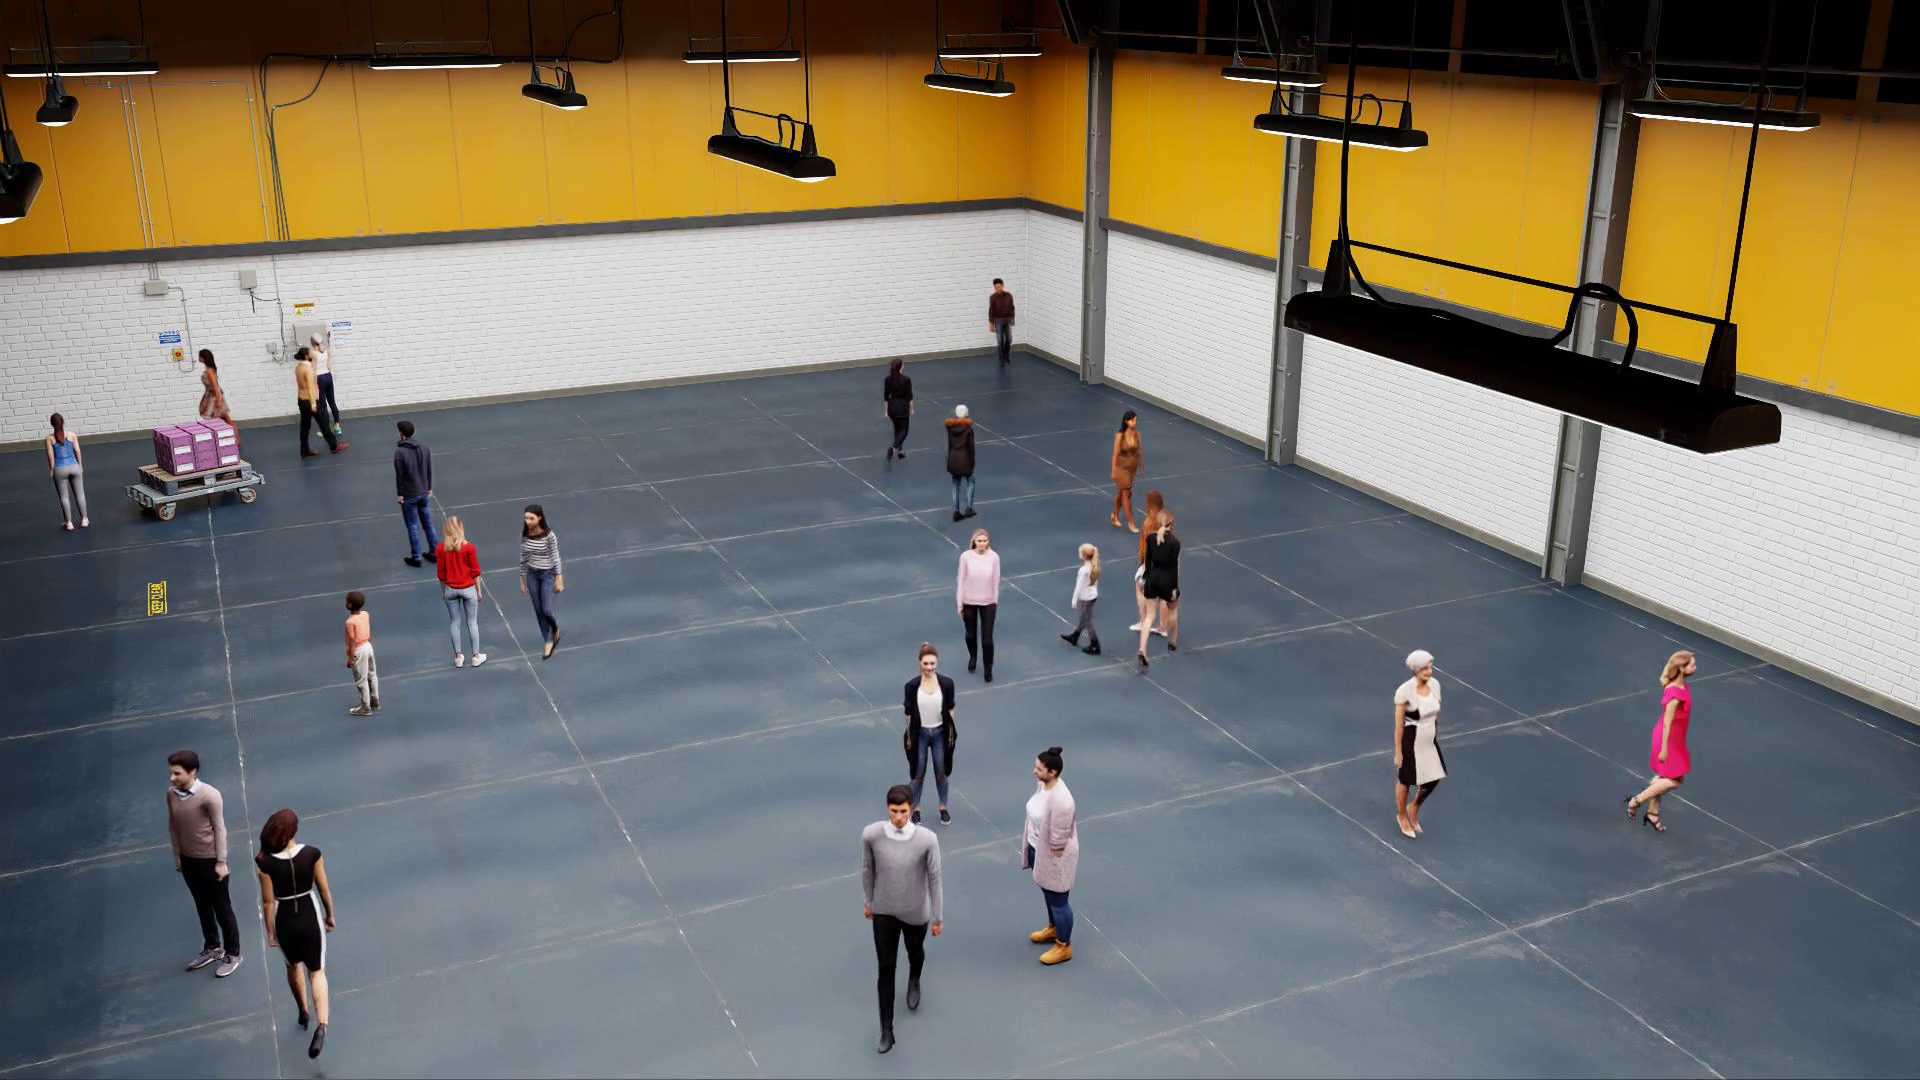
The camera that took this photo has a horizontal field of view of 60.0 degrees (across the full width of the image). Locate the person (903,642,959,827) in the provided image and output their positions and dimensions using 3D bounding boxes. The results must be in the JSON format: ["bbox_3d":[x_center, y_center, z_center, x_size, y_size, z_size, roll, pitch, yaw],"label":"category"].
[{"bbox_3d":[-0.266,1.702,14.623,0.701,1.683,0.678,-1,19,-4],"label":"person"}]

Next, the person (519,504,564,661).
[{"bbox_3d":[-4.538,0.442,18.221,0.777,1.776,0.835,4,19,11],"label":"person"}]

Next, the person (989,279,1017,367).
[{"bbox_3d":[0.822,-4.191,32.039,0.806,1.737,0.859,-5,19,-15],"label":"person"}]

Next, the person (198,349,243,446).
[{"bbox_3d":[-11.725,-2.218,26.389,0.712,1.605,0.961,-9,21,-25],"label":"person"}]

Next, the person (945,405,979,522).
[{"bbox_3d":[-0.025,-1.045,22.873,0.764,1.624,0.828,9,20,24],"label":"person"}]

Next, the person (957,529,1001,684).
[{"bbox_3d":[0.180,0.659,17.787,0.901,1.642,1.152,0,19,0],"label":"person"}]

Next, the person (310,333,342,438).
[{"bbox_3d":[-10.422,-2.549,27.221,0.729,1.701,0.685,8,20,23],"label":"person"}]

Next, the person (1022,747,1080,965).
[{"bbox_3d":[0.718,2.352,12.605,0.801,1.741,0.637,-4,19,-11],"label":"person"}]

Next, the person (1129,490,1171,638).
[{"bbox_3d":[2.279,0.293,18.779,0.692,1.702,0.718,-13,23,-34],"label":"person"}]

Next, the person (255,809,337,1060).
[{"bbox_3d":[-4.527,2.729,11.437,0.596,1.771,1.048,-9,21,-26],"label":"person"}]

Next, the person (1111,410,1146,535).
[{"bbox_3d":[2.183,-0.942,22.510,0.680,1.662,0.943,-13,22,-33],"label":"person"}]

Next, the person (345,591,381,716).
[{"bbox_3d":[-6.082,1.134,16.894,0.622,1.310,0.558,6,20,17],"label":"person"}]

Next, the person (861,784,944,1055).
[{"bbox_3d":[-0.394,2.571,11.756,1.203,1.866,1.401,2,19,6],"label":"person"}]

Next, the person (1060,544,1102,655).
[{"bbox_3d":[1.456,0.662,18.377,0.859,1.259,0.755,11,21,29],"label":"person"}]

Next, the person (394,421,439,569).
[{"bbox_3d":[-6.919,-0.594,21.121,0.762,1.888,0.754,12,22,32],"label":"person"}]

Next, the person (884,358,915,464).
[{"bbox_3d":[-0.970,-1.940,25.513,1.009,1.637,1.031,8,20,23],"label":"person"}]

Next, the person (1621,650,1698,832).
[{"bbox_3d":[6.065,1.739,14.461,0.859,1.717,0.791,8,20,22],"label":"person"}]

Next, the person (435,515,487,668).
[{"bbox_3d":[-5.409,0.553,18.002,0.679,1.706,0.642,-1,19,-2],"label":"person"}]

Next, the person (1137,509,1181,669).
[{"bbox_3d":[2.132,0.565,17.950,1.136,1.716,1.109,10,21,27],"label":"person"}]

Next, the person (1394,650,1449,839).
[{"bbox_3d":[3.895,1.745,14.406,0.652,1.741,0.630,-8,20,-22],"label":"person"}]

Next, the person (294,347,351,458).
[{"bbox_3d":[-10.205,-2.120,25.895,1.011,1.734,0.942,17,25,42],"label":"person"}]

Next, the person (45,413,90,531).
[{"bbox_3d":[-12.142,-0.944,22.597,0.621,1.610,0.623,-15,24,-38],"label":"person"}]

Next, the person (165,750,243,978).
[{"bbox_3d":[-5.655,2.378,12.423,0.714,1.807,0.761,6,20,18],"label":"person"}]
